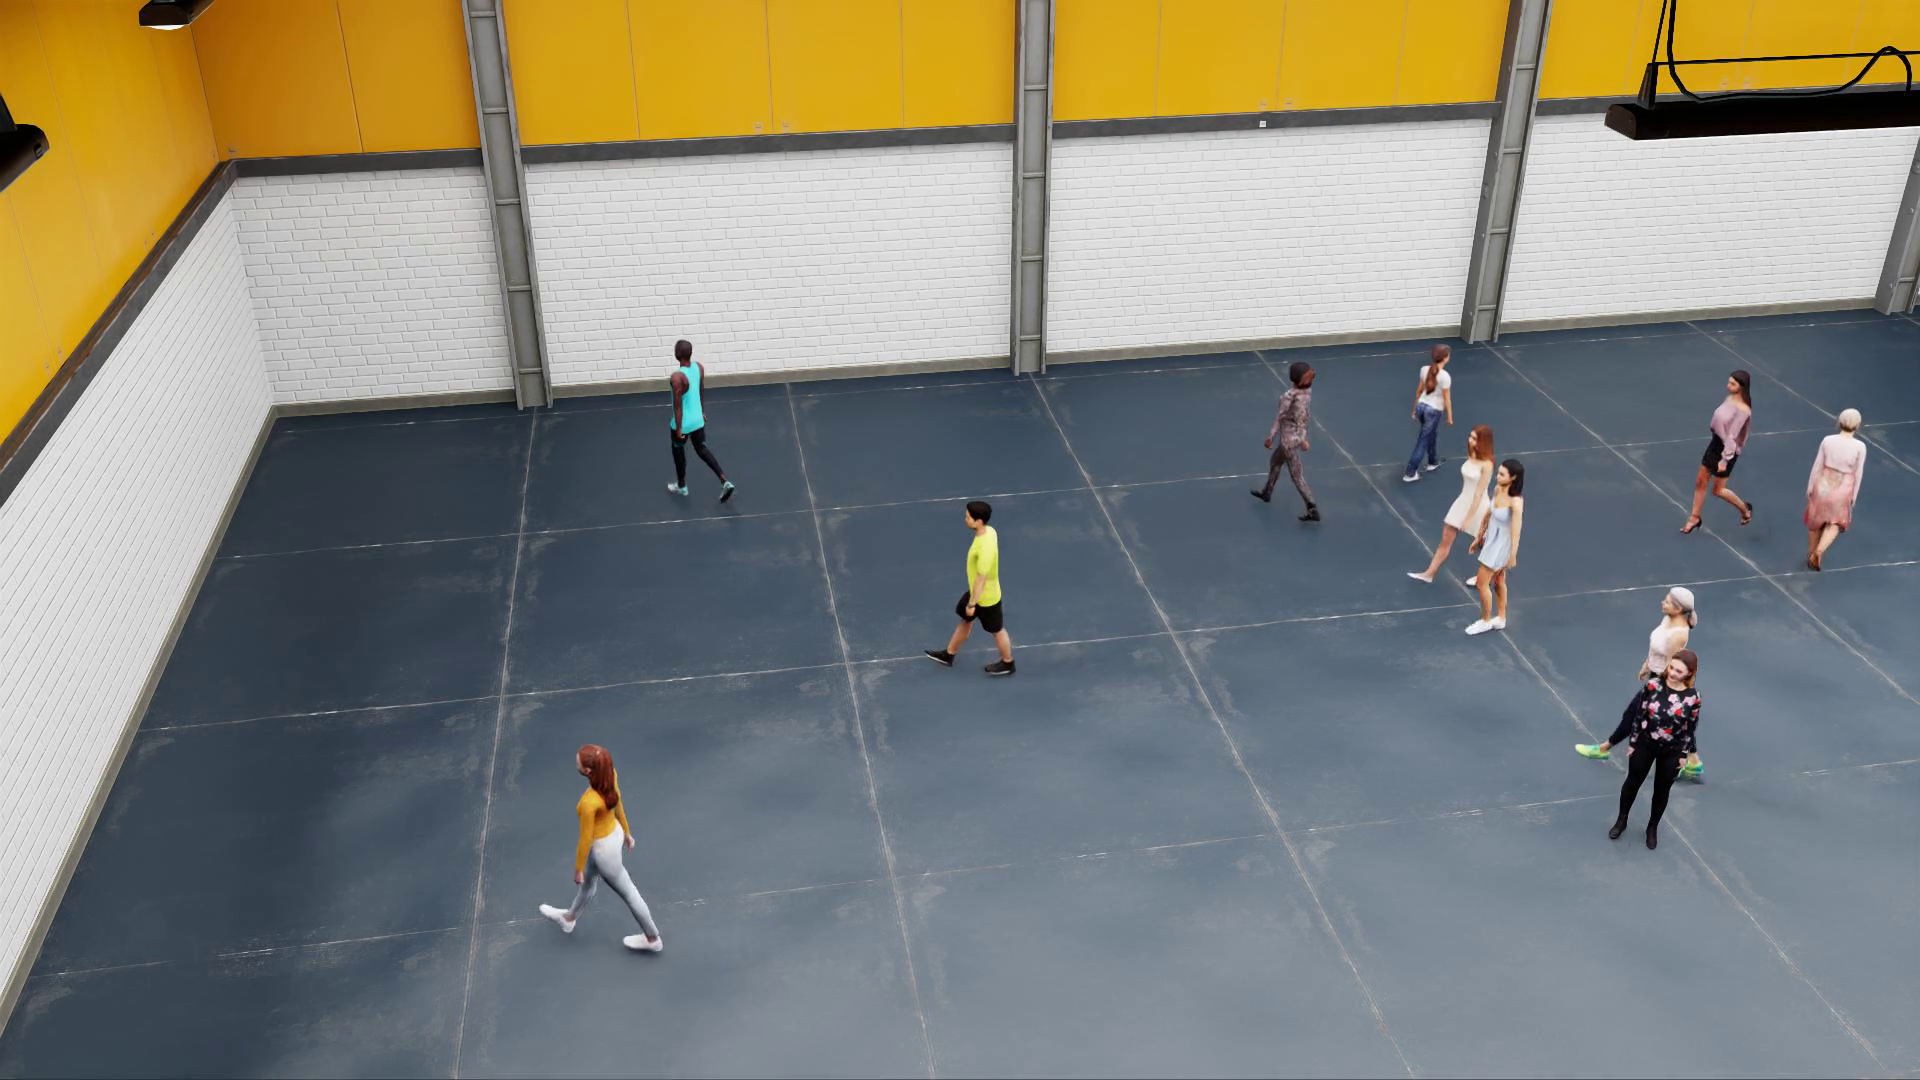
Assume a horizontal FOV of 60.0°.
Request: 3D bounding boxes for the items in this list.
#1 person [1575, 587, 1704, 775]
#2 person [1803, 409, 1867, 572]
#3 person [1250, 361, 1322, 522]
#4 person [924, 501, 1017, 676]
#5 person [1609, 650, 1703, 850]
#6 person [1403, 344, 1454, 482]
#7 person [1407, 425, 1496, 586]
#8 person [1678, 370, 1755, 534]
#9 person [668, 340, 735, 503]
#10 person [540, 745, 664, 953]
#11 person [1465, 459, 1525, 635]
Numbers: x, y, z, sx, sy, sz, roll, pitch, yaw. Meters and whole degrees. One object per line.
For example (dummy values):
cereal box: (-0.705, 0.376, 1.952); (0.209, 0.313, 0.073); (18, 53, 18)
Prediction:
person: (5.602, 1.155, 13.015); (1.279, 1.650, 1.032); (10, 30, 17)
person: (8.329, -0.432, 15.895); (0.816, 1.677, 0.883); (21, 35, 34)
person: (3.425, -0.960, 16.867); (1.091, 1.673, 1.136); (25, 37, 38)
person: (0.290, 0.437, 14.305); (1.041, 1.674, 0.700); (-2, 29, -4)
person: (5.181, 1.517, 12.316); (0.633, 1.684, 0.712); (15, 32, 25)
person: (4.949, -1.332, 17.698); (0.974, 1.531, 0.753); (-16, 33, -27)
person: (4.915, -0.287, 15.637); (1.065, 1.670, 0.624); (-7, 29, -13)
person: (7.637, -0.820, 16.488); (0.940, 1.792, 0.692); (1, 29, 1)
person: (-2.728, -1.187, 17.174); (1.159, 1.780, 1.117); (20, 34, 32)
person: (-2.288, 2.119, 11.190); (1.210, 1.706, 0.890); (5, 29, 9)
person: (4.944, 0.050, 14.969); (0.648, 1.718, 0.569); (-4, 29, -7)
